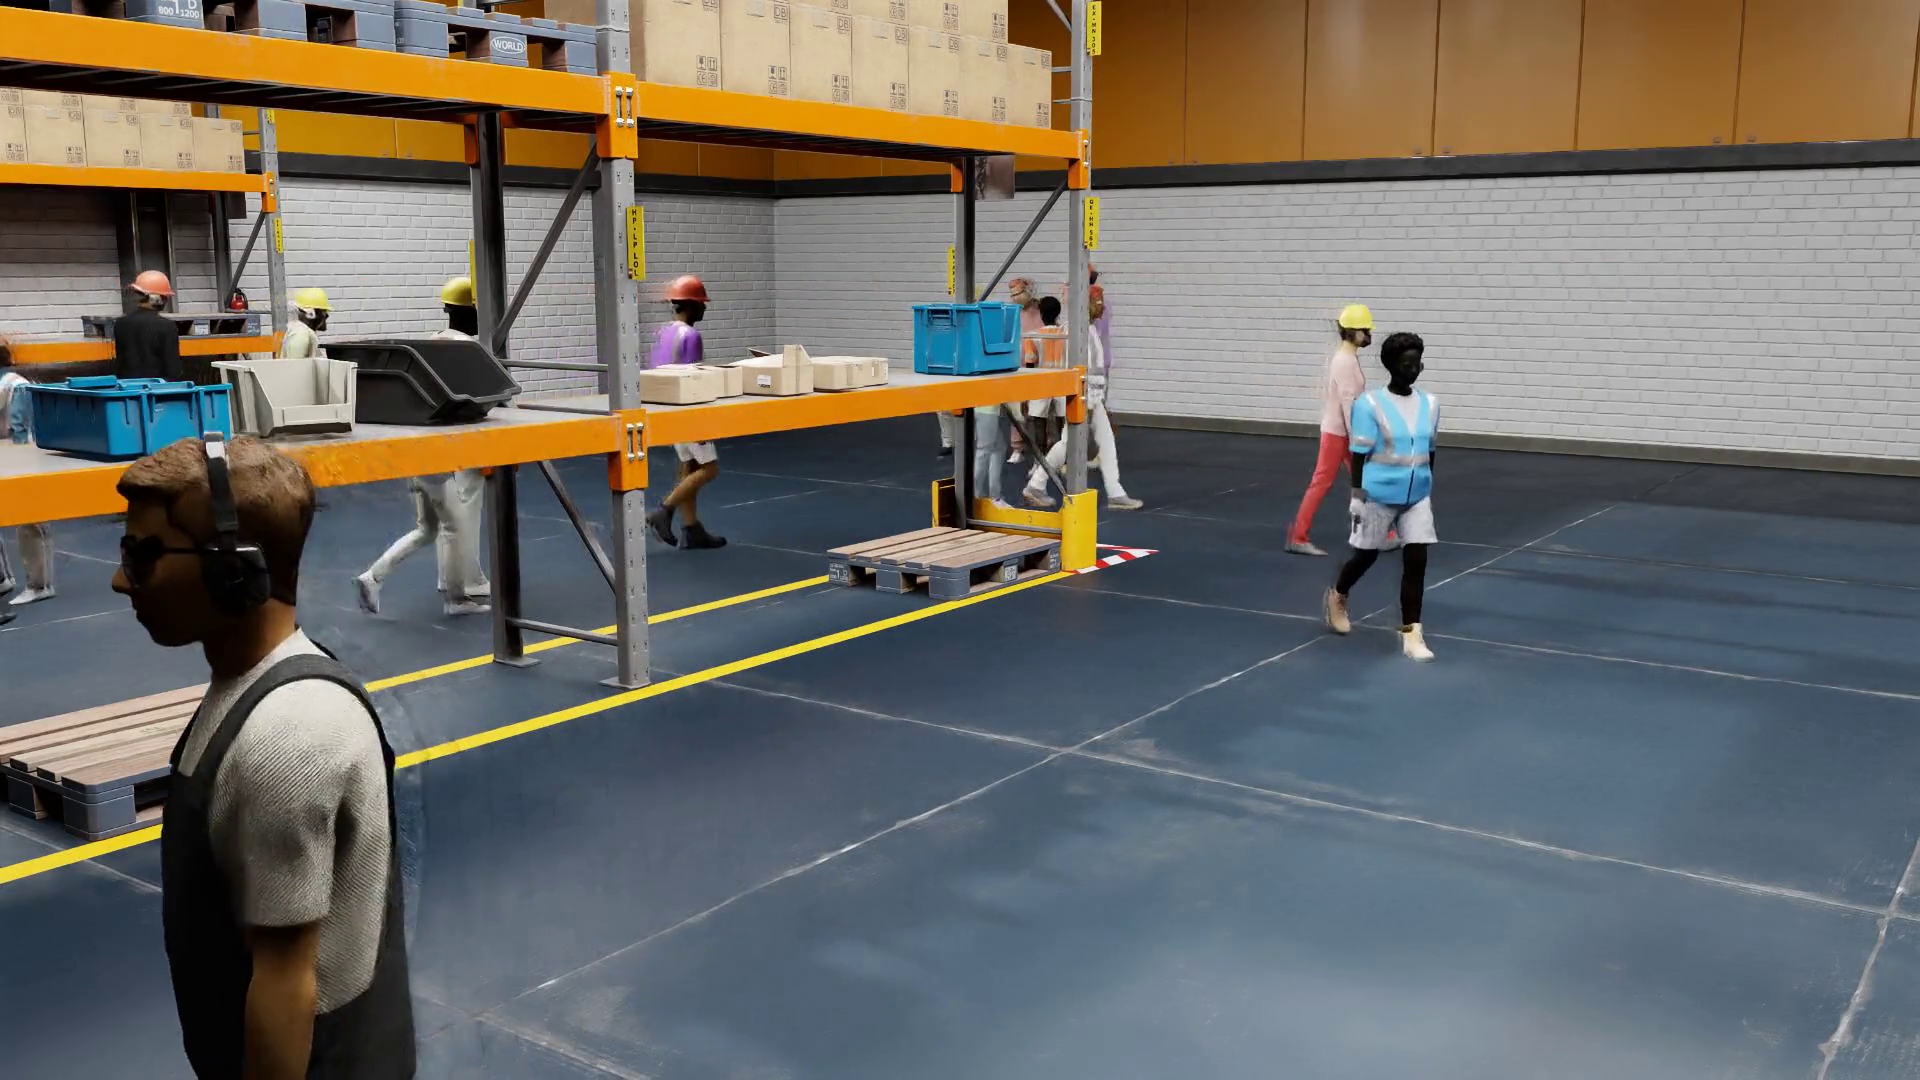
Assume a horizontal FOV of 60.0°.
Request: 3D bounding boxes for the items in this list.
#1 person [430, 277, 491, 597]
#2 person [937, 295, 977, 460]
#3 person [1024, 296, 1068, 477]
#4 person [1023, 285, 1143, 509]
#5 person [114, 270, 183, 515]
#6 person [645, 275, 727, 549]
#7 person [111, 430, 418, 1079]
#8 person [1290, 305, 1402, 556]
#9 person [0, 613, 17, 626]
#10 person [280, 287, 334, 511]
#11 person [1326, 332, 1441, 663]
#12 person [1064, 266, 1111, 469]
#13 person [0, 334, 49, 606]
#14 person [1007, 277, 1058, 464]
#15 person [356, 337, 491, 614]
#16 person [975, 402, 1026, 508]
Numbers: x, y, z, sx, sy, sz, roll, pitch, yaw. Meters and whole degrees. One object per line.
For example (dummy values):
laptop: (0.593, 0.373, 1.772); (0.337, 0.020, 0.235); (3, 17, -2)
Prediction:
person: (-2.995, -0.619, 10.066); (0.384, 1.924, 0.593); (-9, 13, -44)
person: (-0.004, -1.671, 16.678); (0.608, 1.805, 0.543); (5, 11, 30)
person: (0.839, -1.423, 15.535); (0.534, 1.698, 0.318); (-3, 10, -19)
person: (0.977, -1.162, 13.566); (0.976, 1.843, 0.591); (3, 10, 15)
person: (-6.477, -1.160, 13.224); (0.633, 1.959, 0.890); (3, 10, 19)
person: (-1.916, -0.867, 11.535); (0.523, 1.927, 0.561); (-5, 11, -27)
person: (-0.855, 0.747, 2.290); (0.888, 1.819, 0.523); (-6, 11, -31)
person: (2.689, -0.723, 11.296); (0.903, 1.720, 0.548); (3, 10, 19)
person: (-5.587, -0.291, 8.741); (0.916, 1.716, 0.544); (-3, 10, -17)
person: (-5.212, -1.113, 13.339); (0.448, 1.808, 0.633); (-3, 10, -17)
person: (2.201, -0.250, 8.623); (0.541, 1.674, 0.773); (-3, 10, -17)
person: (1.193, -1.683, 16.161); (0.777, 2.000, 0.634); (6, 11, 32)
person: (-5.611, -0.402, 9.696); (0.519, 1.623, 0.497); (4, 10, 20)
person: (0.771, -1.684, 16.626); (0.820, 1.864, 0.395); (-4, 10, -20)
person: (-3.038, -0.338, 9.371); (0.681, 1.606, 0.517); (-6, 11, -31)
person: (0.287, -0.984, 13.178); (0.618, 1.611, 0.525); (-4, 10, -22)
